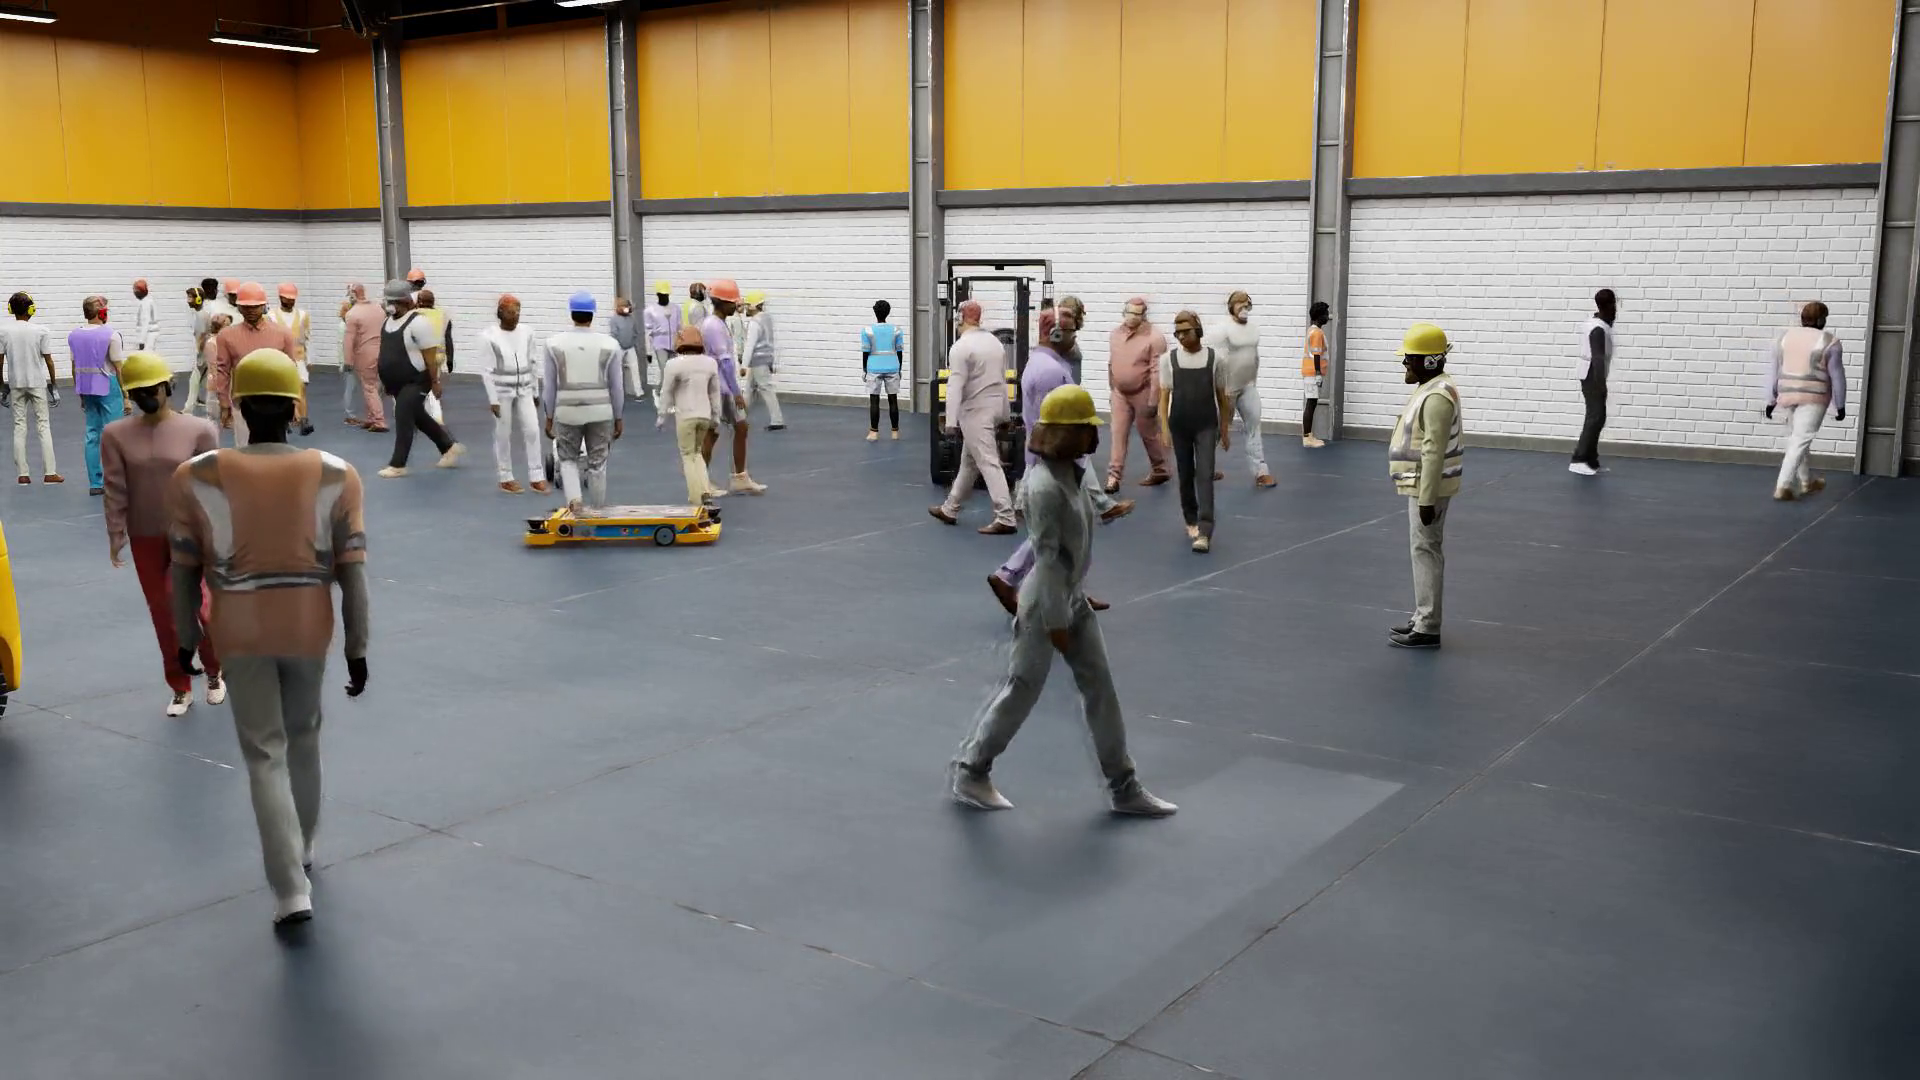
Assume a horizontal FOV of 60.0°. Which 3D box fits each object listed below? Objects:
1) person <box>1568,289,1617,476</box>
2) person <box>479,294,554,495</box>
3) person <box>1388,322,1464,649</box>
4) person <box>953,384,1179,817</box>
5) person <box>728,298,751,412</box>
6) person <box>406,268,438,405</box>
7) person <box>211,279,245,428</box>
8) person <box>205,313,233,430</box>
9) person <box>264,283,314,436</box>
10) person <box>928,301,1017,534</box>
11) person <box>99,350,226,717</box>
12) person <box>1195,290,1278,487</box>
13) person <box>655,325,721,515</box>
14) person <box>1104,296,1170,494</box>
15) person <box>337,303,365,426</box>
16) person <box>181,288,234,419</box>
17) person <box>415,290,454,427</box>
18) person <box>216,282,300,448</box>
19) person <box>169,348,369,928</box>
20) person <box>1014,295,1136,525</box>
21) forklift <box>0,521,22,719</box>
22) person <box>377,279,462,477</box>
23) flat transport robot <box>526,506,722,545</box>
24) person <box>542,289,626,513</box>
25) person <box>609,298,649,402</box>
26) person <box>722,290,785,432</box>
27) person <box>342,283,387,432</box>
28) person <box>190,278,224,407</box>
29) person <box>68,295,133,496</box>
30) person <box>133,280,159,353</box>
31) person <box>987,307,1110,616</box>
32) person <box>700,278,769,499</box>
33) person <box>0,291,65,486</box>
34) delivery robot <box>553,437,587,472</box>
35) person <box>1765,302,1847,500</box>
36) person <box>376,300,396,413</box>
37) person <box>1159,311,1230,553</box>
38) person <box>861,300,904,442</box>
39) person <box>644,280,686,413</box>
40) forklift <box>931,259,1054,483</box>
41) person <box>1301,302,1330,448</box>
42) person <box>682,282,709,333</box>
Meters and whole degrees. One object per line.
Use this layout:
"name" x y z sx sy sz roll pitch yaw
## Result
"person" 6.414 -1.589 16.826 0.416 1.881 0.643 3 10 17
"person" -4.071 -1.319 15.290 0.628 1.849 0.776 -8 12 -40
"person" 2.599 -0.301 9.312 0.403 1.825 0.595 2 10 15
"person" 0.381 0.241 6.450 0.877 1.697 0.497 4 10 24
"person" -3.203 -2.658 23.894 0.315 1.636 0.514 -3 10 -17
"person" -8.116 -3.046 24.993 0.386 2.045 0.605 5 11 29
"person" -9.282 -2.369 21.305 0.630 1.939 1.066 -9 13 -42
"person" -7.807 -1.618 17.801 0.855 1.589 0.535 1 10 8
"person" -8.278 -2.220 20.544 0.584 1.878 0.982 -6 11 -32
"person" 0.086 -0.987 13.334 1.005 1.834 0.723 6 11 32
"person" -3.750 -0.023 7.865 0.523 1.748 0.378 -2 10 -11
"person" 2.654 -1.464 16.078 0.646 1.891 0.999 -7 12 -35
"person" -2.301 -1.017 14.198 0.528 1.615 0.396 -9 13 -43
"person" 1.653 -1.374 15.682 0.688 1.843 0.965 7 12 35
"person" -8.012 -2.308 21.895 0.440 1.608 0.541 2 10 10
"person" -10.211 -2.511 22.541 1.002 1.810 0.536 -4 10 -24
"person" -6.927 -2.355 21.669 0.988 1.796 0.618 9 13 43
"person" -5.749 -1.114 13.642 0.622 1.989 0.399 -4 10 -22
"person" -2.278 0.305 5.549 0.589 1.882 0.976 -6 11 -32
"person" 0.905 -1.055 13.628 1.021 1.876 0.641 1 10 3
"forklift" -5.296 -0.090 6.943 1.214 2.155 2.313 7 12 35
"person" -5.547 -1.694 16.953 0.698 2.000 0.997 8 12 40
"flat transport robot" -2.580 -0.124 12.861 1.431 0.197 0.652 -1 10 -5
"person" -2.934 -0.982 13.009 0.640 1.935 0.426 -2 10 -13
"person" -5.068 -2.874 25.300 0.517 1.594 0.798 -7 12 -37
"person" -2.629 -2.241 20.952 0.912 1.781 0.623 1 10 8
"person" -7.559 -2.291 20.993 0.721 1.874 0.662 4 10 20
"person" -11.175 -2.945 24.770 0.617 1.923 0.981 3 10 16
"person" -7.883 -1.316 15.271 0.567 1.849 0.389 3 10 15
"person" -13.000 -3.219 26.610 0.349 1.855 0.672 -4 10 -24
"person" 0.547 -0.467 10.103 0.659 1.893 0.672 0 10 3
"person" -2.063 -1.356 15.075 0.825 2.000 0.605 0 10 0
"person" -8.988 -1.457 16.048 0.533 1.869 0.311 -3 10 -15
"delivery robot" -3.752 -0.854 16.086 0.477 0.478 0.707 -3 10 -16
"person" 7.723 -1.266 15.158 0.979 1.789 0.652 -6 11 -30
"person" -8.153 -2.608 23.668 0.519 1.609 0.755 -7 12 -34
"person" 1.777 -0.836 12.607 0.545 1.796 0.938 2 10 10
"person" -0.928 -2.020 19.916 0.535 1.697 0.318 -3 10 -16
"person" -4.244 -2.775 23.818 0.607 1.901 0.806 -8 13 -41
"forklift" 0.370 -1.738 16.759 1.214 2.155 2.313 1 10 3
"person" 4.128 -1.919 19.336 0.320 1.694 0.532 2 10 10
"person" -3.871 -2.880 24.607 0.429 1.842 0.636 -5 11 -28
